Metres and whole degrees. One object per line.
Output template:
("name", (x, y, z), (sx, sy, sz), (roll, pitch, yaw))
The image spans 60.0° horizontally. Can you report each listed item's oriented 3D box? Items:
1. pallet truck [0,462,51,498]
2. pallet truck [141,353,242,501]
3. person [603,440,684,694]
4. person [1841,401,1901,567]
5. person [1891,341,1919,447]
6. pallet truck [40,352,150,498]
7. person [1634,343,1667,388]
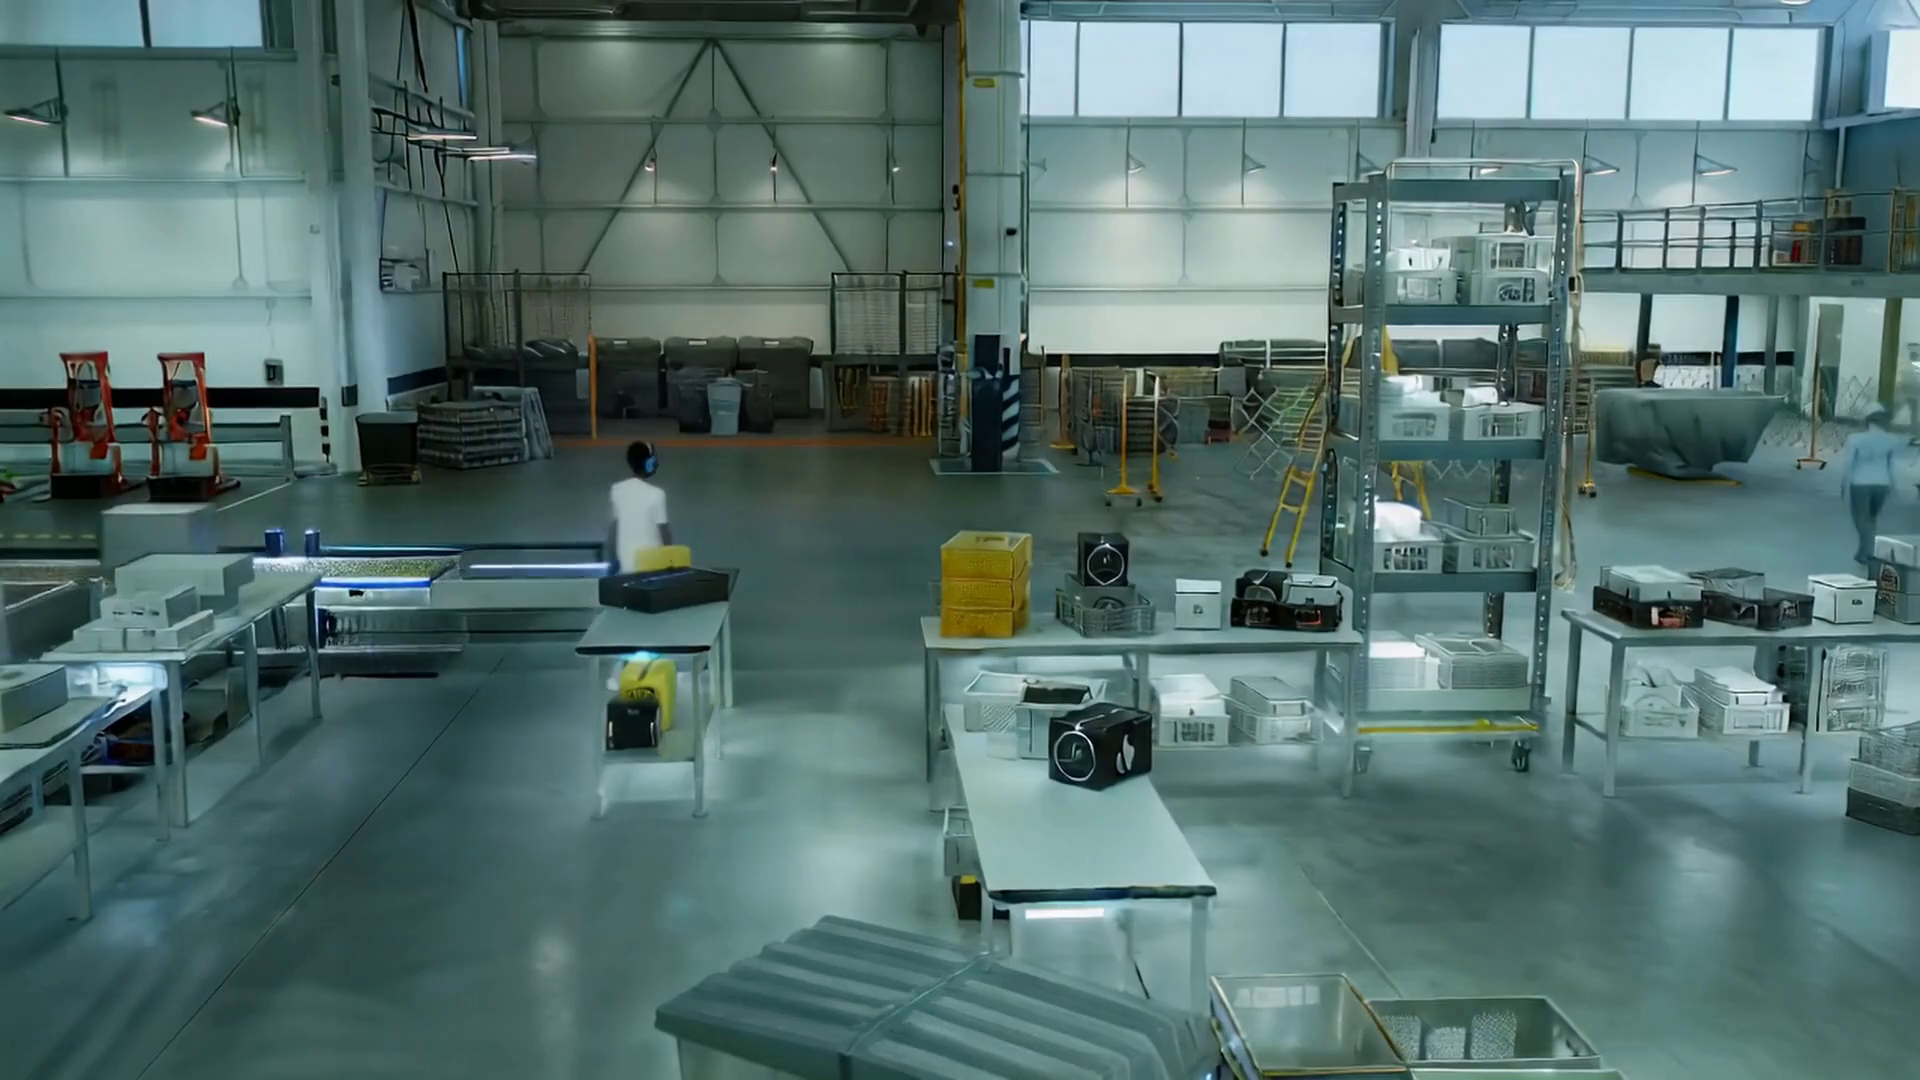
("pallet truck", (-13.193, -1.293, 23.148), (0.653, 1.274, 1.630), (-1, 9, -4))
("pallet truck", (-10.520, -1.604, 22.925), (0.823, 1.965, 1.885), (-1, 9, -6))
("person", (-2.301, 0.178, 12.302), (0.506, 1.820, 0.965), (6, 11, 34))
("person", (9.458, -0.570, 17.258), (0.523, 1.740, 0.746), (2, 9, 10))
("person", (16.907, -2.631, 29.755), (0.599, 1.886, 0.952), (-1, 9, -9))
("pallet truck", (-11.907, -1.642, 23.165), (0.823, 1.965, 1.885), (0, 9, 0))
("person", (11.775, -2.413, 28.360), (0.354, 1.883, 0.573), (-7, 12, -38))
